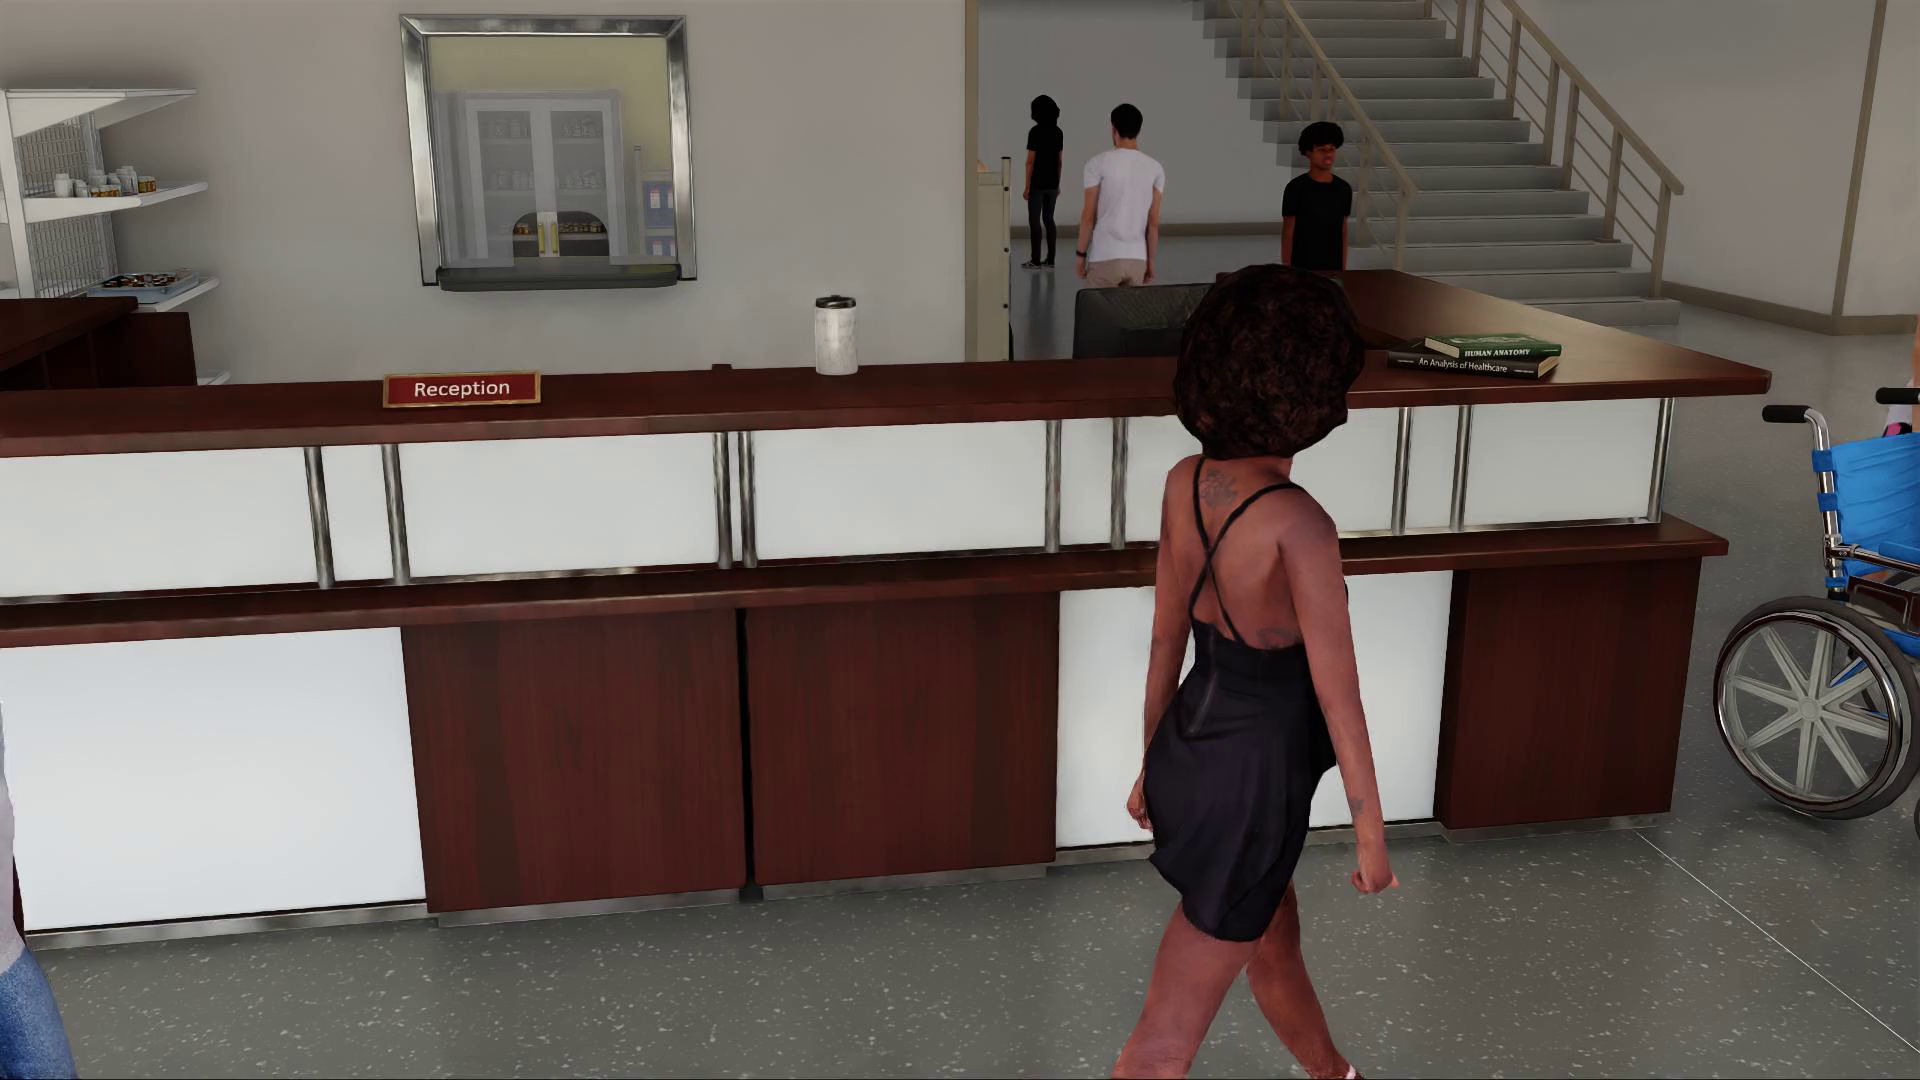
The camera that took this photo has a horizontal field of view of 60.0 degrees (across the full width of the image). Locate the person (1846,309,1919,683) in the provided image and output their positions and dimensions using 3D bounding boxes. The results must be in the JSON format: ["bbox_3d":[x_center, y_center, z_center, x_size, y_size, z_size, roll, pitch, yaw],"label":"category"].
[{"bbox_3d":[3.258,-0.356,5.638,0.725,1.756,0.887,-4,16,-13],"label":"person"}]

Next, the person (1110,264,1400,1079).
[{"bbox_3d":[0.364,0.481,2.694,0.838,1.744,1.083,-8,17,-25],"label":"person"}]

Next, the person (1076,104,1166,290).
[{"bbox_3d":[0.991,-1.666,10.083,0.787,1.867,0.998,-6,17,-21],"label":"person"}]

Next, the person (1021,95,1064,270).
[{"bbox_3d":[0.903,-3.845,17.867,0.715,1.824,0.710,-12,20,-37],"label":"person"}]

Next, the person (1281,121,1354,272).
[{"bbox_3d":[2.184,-1.682,10.292,0.637,1.784,0.575,-4,16,-15],"label":"person"}]
